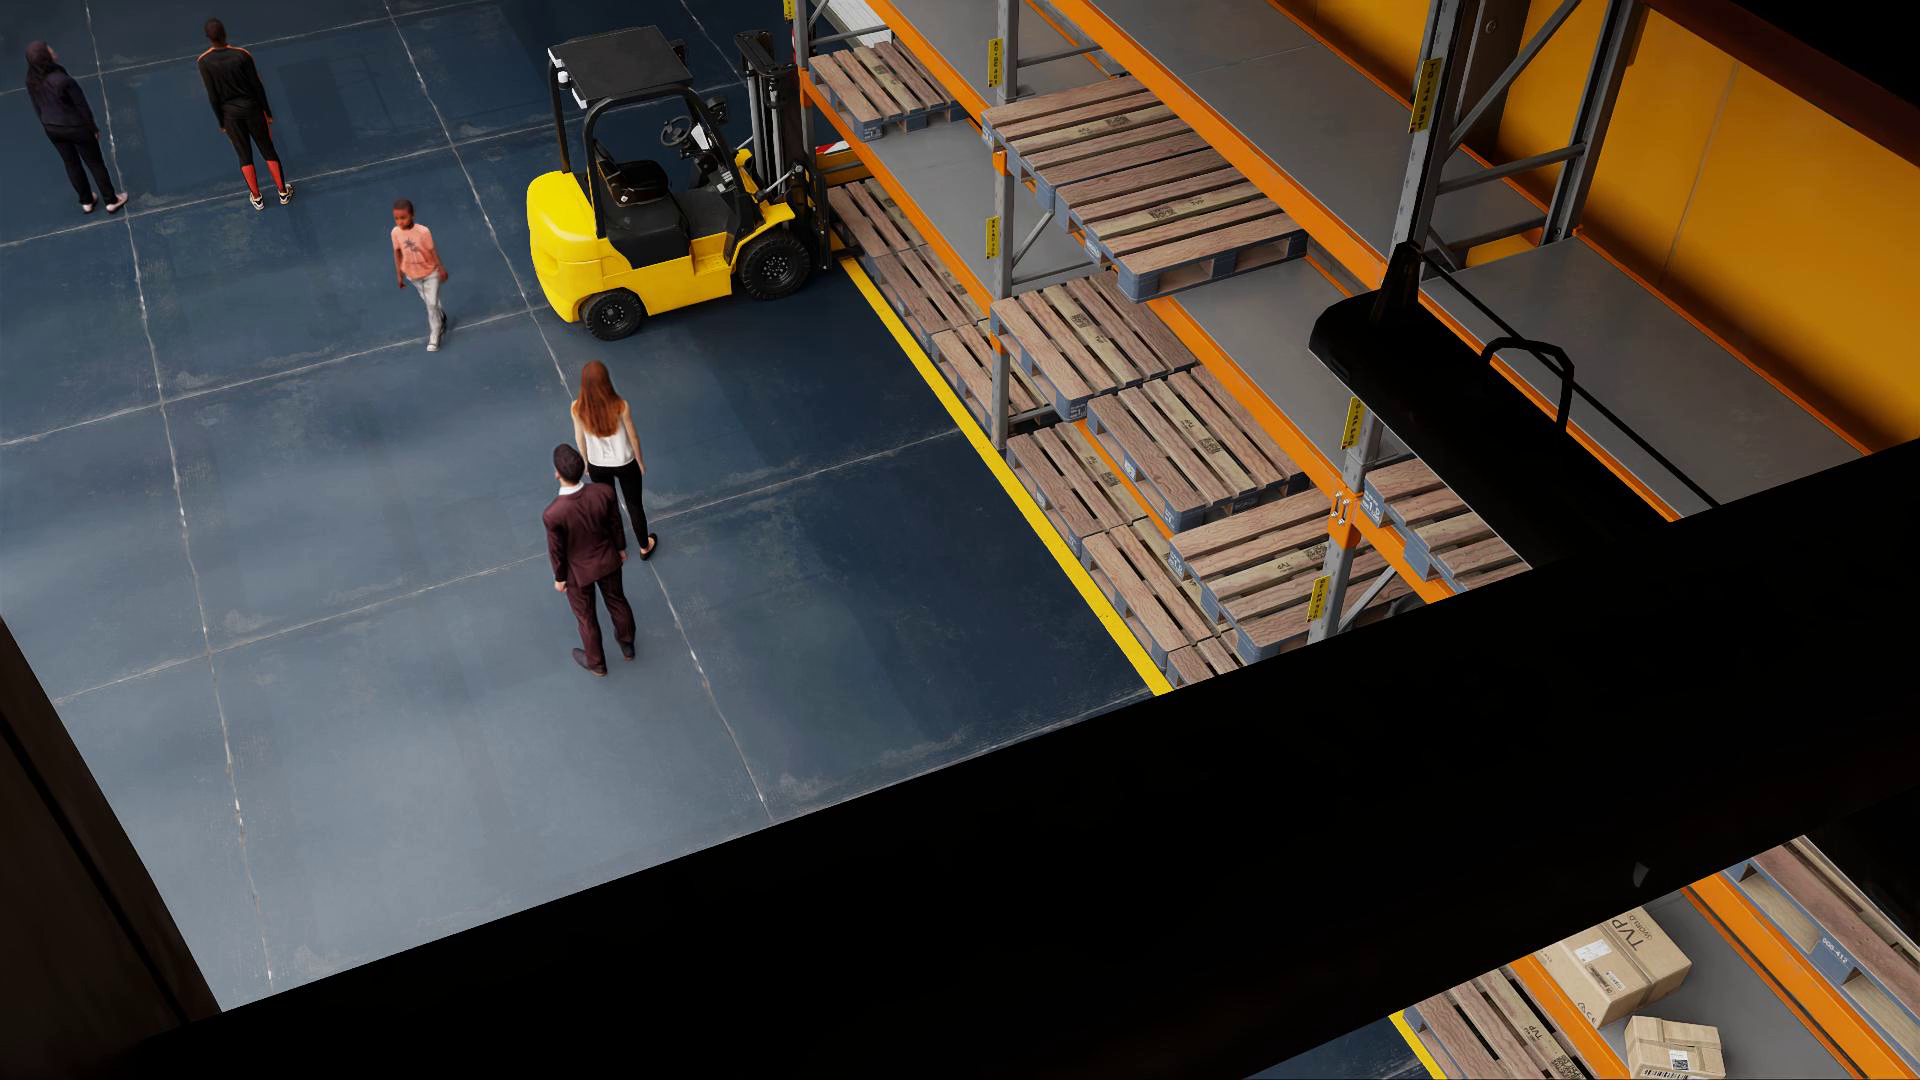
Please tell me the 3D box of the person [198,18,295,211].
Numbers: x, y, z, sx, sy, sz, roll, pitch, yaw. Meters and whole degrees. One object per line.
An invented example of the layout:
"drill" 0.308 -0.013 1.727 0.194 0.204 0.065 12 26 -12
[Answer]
"person" -6.420 -3.818 14.884 0.627 1.808 0.540 -15 46 -15

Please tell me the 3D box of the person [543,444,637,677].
"person" -2.377 0.138 10.690 0.739 1.866 0.691 -30 51 -27

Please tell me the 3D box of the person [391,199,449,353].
"person" -4.391 -2.252 13.616 0.741 1.290 0.882 3 44 3

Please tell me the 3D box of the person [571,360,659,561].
"person" -2.400 -0.530 11.495 0.649 1.721 0.642 1 44 1

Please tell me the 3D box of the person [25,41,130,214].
"person" -7.962 -3.676 14.877 0.749 1.611 0.778 3 44 3
